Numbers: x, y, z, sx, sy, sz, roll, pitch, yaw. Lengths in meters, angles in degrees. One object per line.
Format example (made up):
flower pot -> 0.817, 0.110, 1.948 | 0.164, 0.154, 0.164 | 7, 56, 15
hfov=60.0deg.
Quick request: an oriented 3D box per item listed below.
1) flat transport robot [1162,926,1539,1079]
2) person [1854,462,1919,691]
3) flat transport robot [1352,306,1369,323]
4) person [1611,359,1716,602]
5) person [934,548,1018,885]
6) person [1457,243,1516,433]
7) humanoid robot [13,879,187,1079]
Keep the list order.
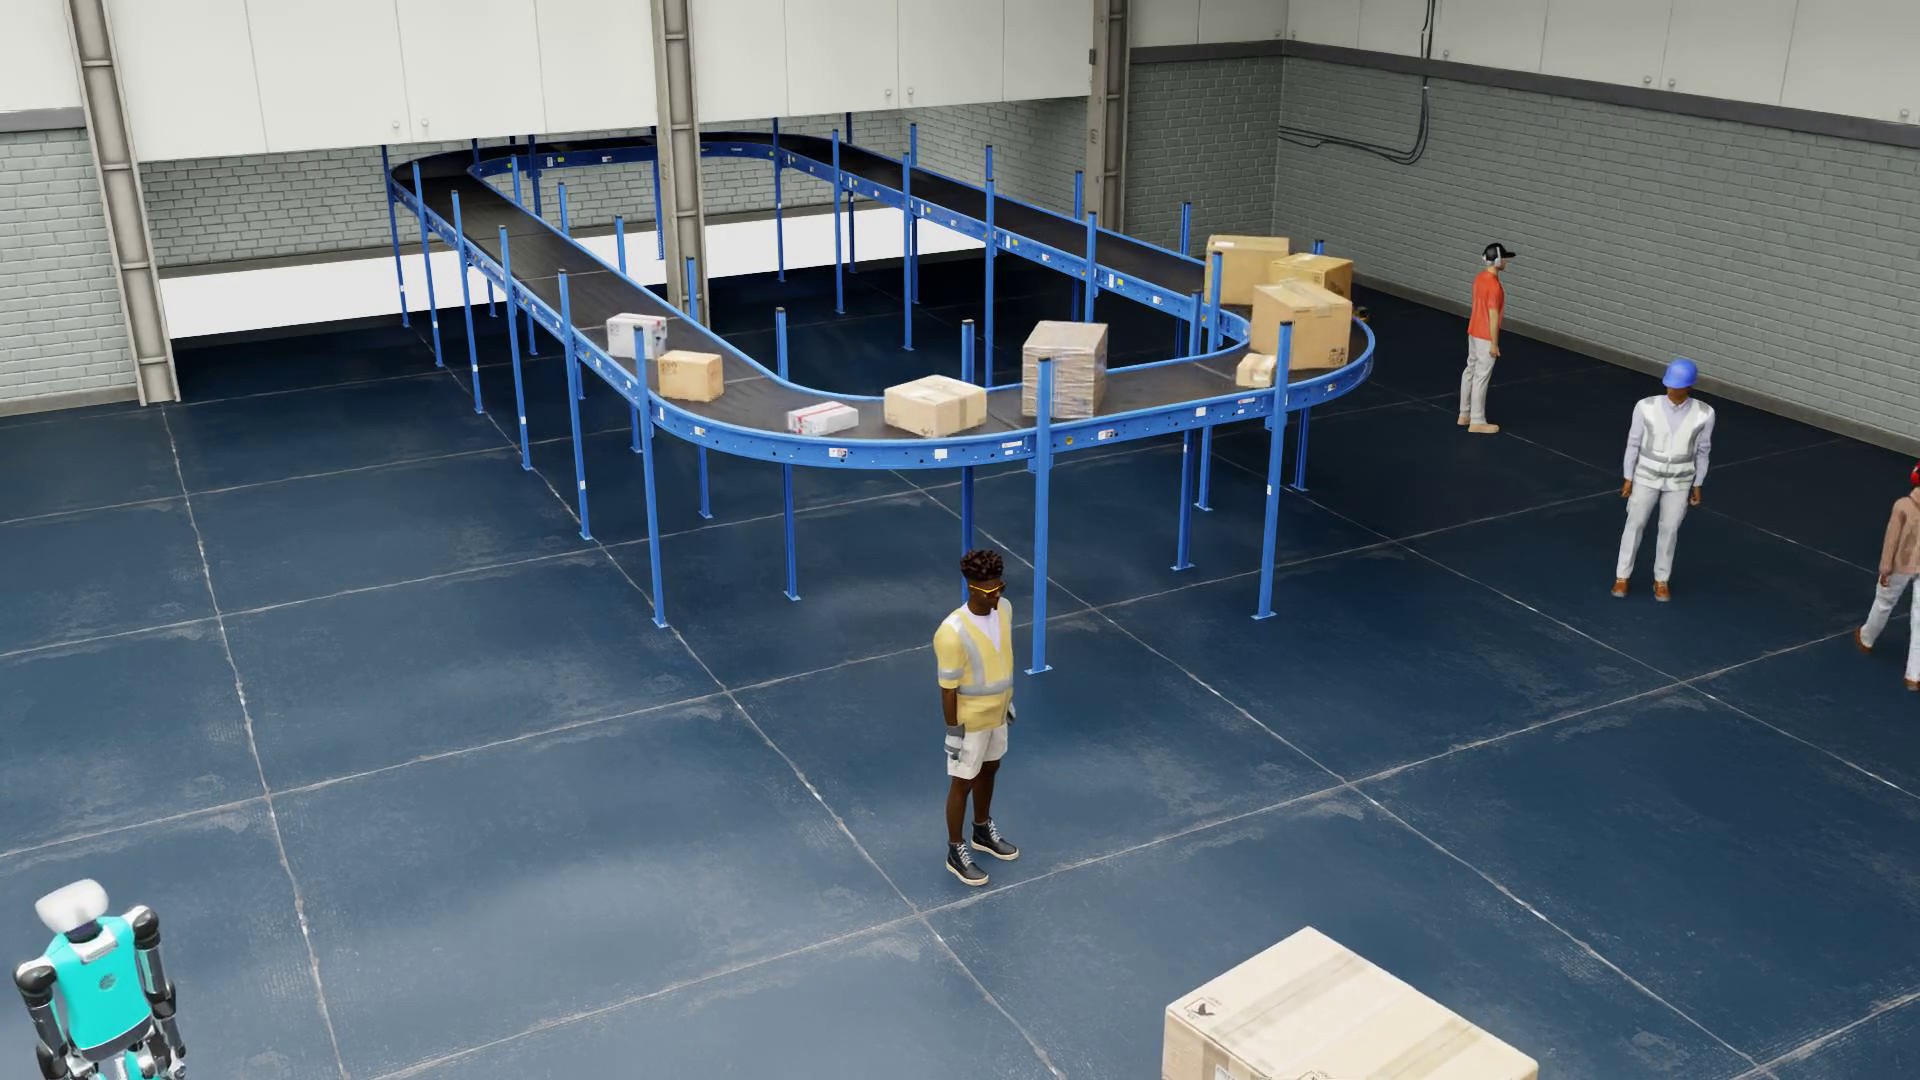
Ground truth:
flat transport robot -> 1.647, 2.685, 7.239 | 1.431, 0.231, 0.659 | -17, 27, -36
person -> 6.659, 0.191, 11.615 | 0.469, 1.599, 0.874 | 5, 23, 13
flat transport robot -> 4.348, -2.837, 20.888 | 1.431, 0.231, 0.659 | 11, 25, 26
person -> 5.413, -0.464, 12.791 | 0.603, 1.944, 0.399 | 7, 23, 16
person -> 0.112, 0.958, 9.247 | 0.361, 1.964, 0.612 | 15, 26, 33
person -> 5.296, -2.035, 16.718 | 0.383, 1.913, 0.476 | -3, 22, -7
humanoid robot -> -3.540, 2.132, 6.775 | 0.790, 1.879, 0.550 | 16, 27, 35
